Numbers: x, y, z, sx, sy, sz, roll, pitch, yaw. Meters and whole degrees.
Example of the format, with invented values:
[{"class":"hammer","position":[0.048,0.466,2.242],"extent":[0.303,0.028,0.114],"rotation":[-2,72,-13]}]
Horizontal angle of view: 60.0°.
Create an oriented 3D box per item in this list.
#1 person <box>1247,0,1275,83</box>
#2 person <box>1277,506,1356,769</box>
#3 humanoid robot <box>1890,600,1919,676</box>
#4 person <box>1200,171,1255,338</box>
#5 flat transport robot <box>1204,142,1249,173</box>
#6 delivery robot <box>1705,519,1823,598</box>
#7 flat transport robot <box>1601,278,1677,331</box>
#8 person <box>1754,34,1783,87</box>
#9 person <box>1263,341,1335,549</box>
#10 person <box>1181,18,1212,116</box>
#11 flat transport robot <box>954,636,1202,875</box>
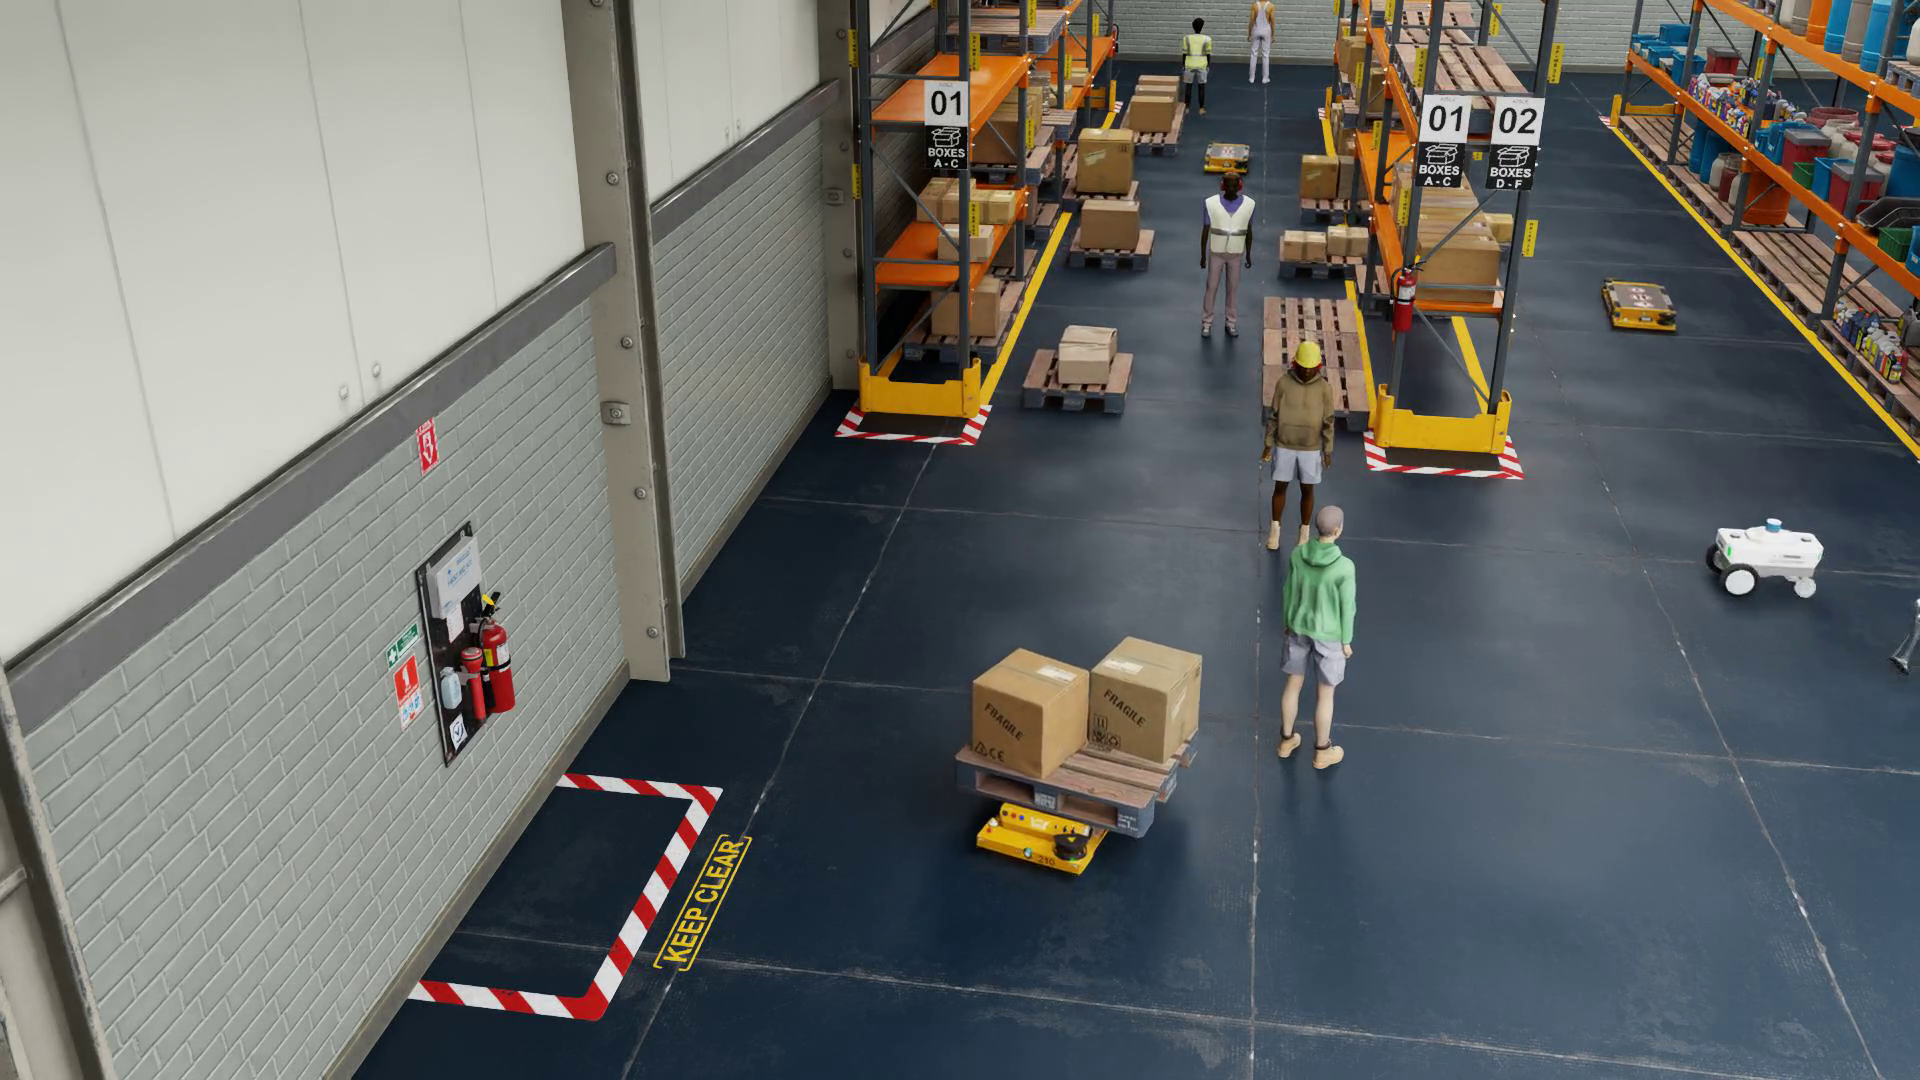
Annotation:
[{"class":"person","position":[5.964,-10.010,32.904],"extent":[0.529,1.858,0.392],"rotation":[6,26,13]},{"class":"person","position":[2.206,0.600,10.331],"extent":[0.471,1.742,0.329],"rotation":[19,31,35]},{"class":"humanoid robot","position":[6.736,0.285,11.068],"extent":[1.030,1.768,0.582],"rotation":[6,26,12]},{"class":"person","position":[2.912,-3.133,18.200],"extent":[0.564,1.844,0.382],"rotation":[-1,25,-1]},{"class":"flat transport robot","position":[4.226,-6.042,26.289],"extent":[0.659,0.231,1.431],"rotation":[4,25,9]},{"class":"delivery robot","position":[6.156,0.127,12.751],"extent":[0.775,0.596,0.499],"rotation":[3,25,7]},{"class":"flat transport robot","position":[7.815,-2.716,19.170],"extent":[0.659,0.231,1.431],"rotation":[6,26,13]},{"class":"person","position":[15.843,-9.766,32.491],"extent":[0.329,1.767,0.525],"rotation":[-17,30,-32]},{"class":"person","position":[2.693,-0.757,13.220],"extent":[0.541,1.756,0.415],"rotation":[7,26,14]},{"class":"person","position":[4.228,-8.480,29.817],"extent":[0.534,1.696,0.322],"rotation":[6,26,12]},{"class":"flat transport robot","position":[0.697,1.508,10.131],"extent":[0.659,0.231,1.431],"rotation":[12,27,23]}]
